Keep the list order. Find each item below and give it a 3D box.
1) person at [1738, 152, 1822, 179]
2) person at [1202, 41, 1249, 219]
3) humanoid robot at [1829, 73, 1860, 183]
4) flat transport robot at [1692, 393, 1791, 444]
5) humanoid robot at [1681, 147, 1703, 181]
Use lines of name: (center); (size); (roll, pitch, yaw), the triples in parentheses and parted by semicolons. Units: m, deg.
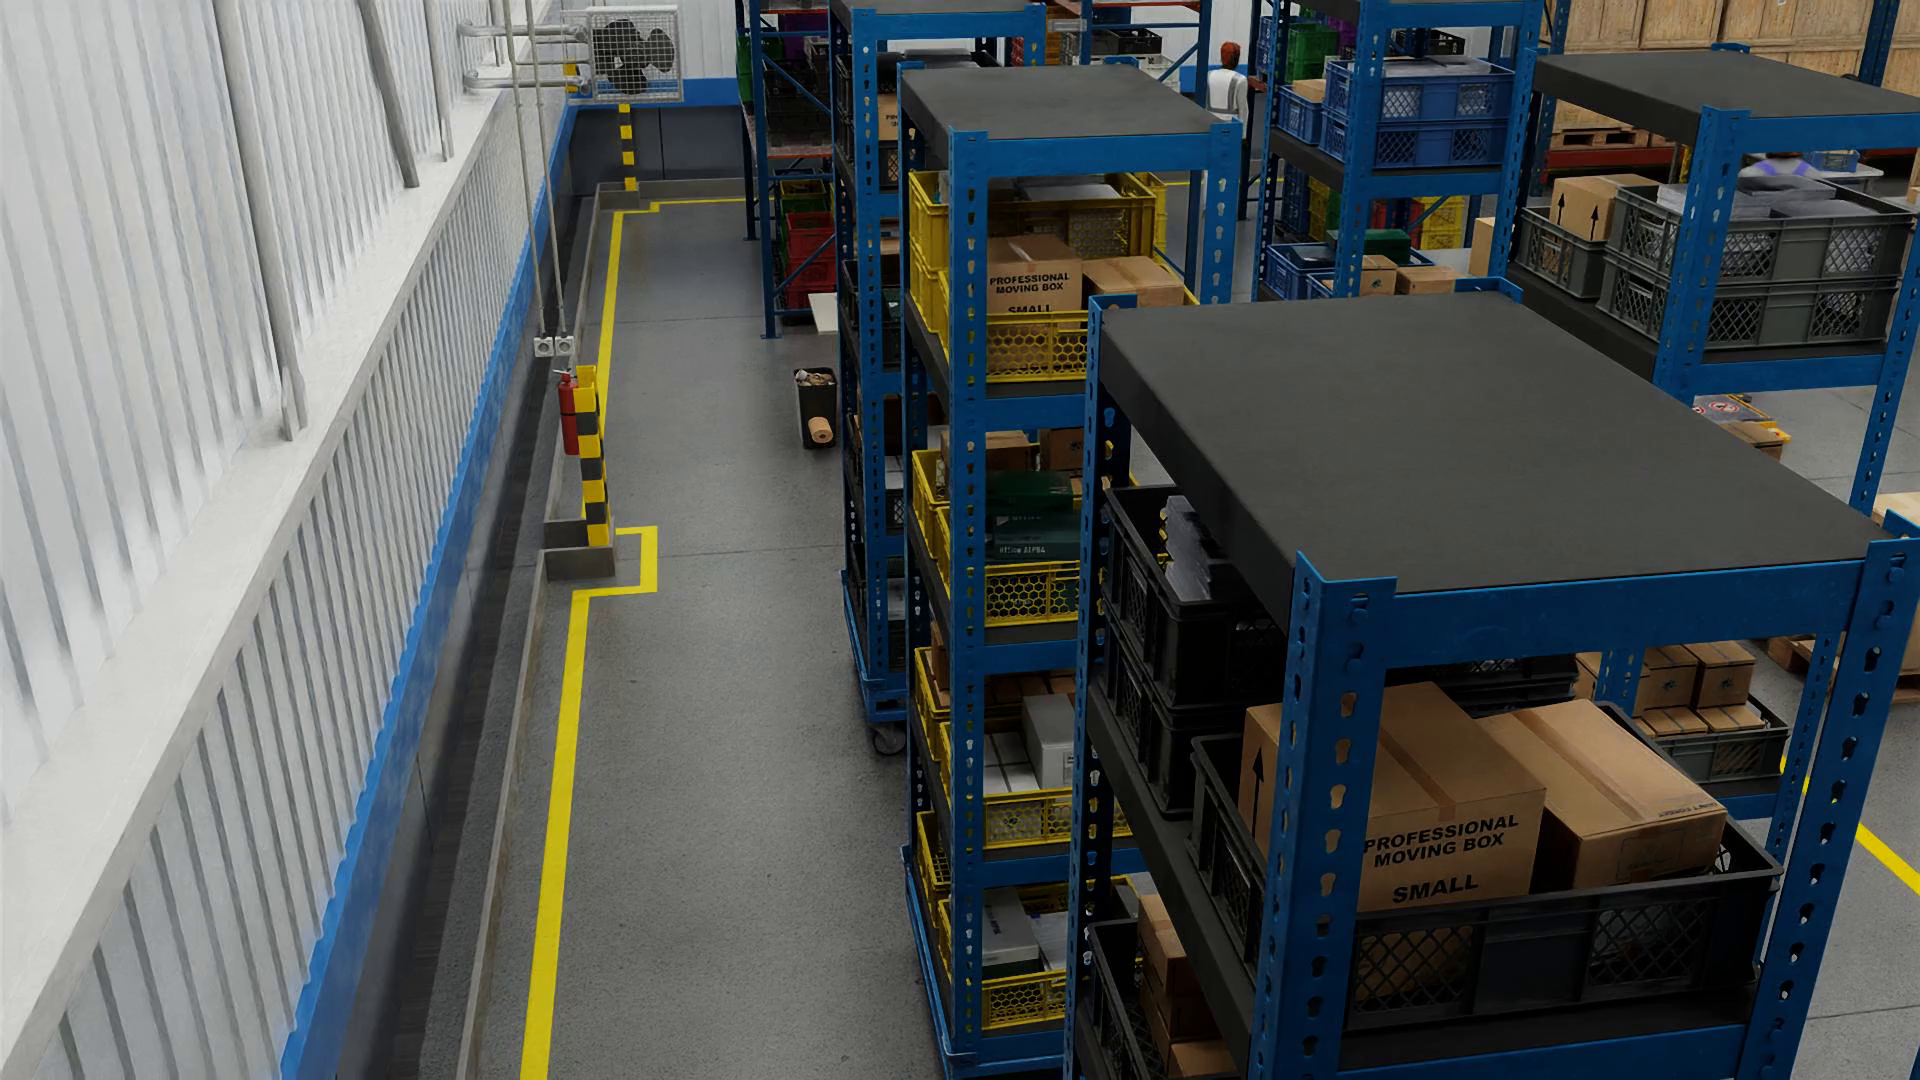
person: (6.419, -2.373, 13.339); (0.679, 2.000, 0.536); (3, 25, 6)
person: (2.848, -4.391, 17.909); (0.572, 1.886, 0.354); (21, 32, 38)
humanoid robot: (9.086, -4.004, 17.304); (0.600, 1.654, 0.325); (-15, 28, -29)
flat transport robot: (5.224, -0.859, 12.132); (1.431, 0.197, 0.652); (-4, 25, -8)
humanoid robot: (7.409, -3.649, 16.577); (0.412, 1.657, 0.641); (8, 26, 17)
